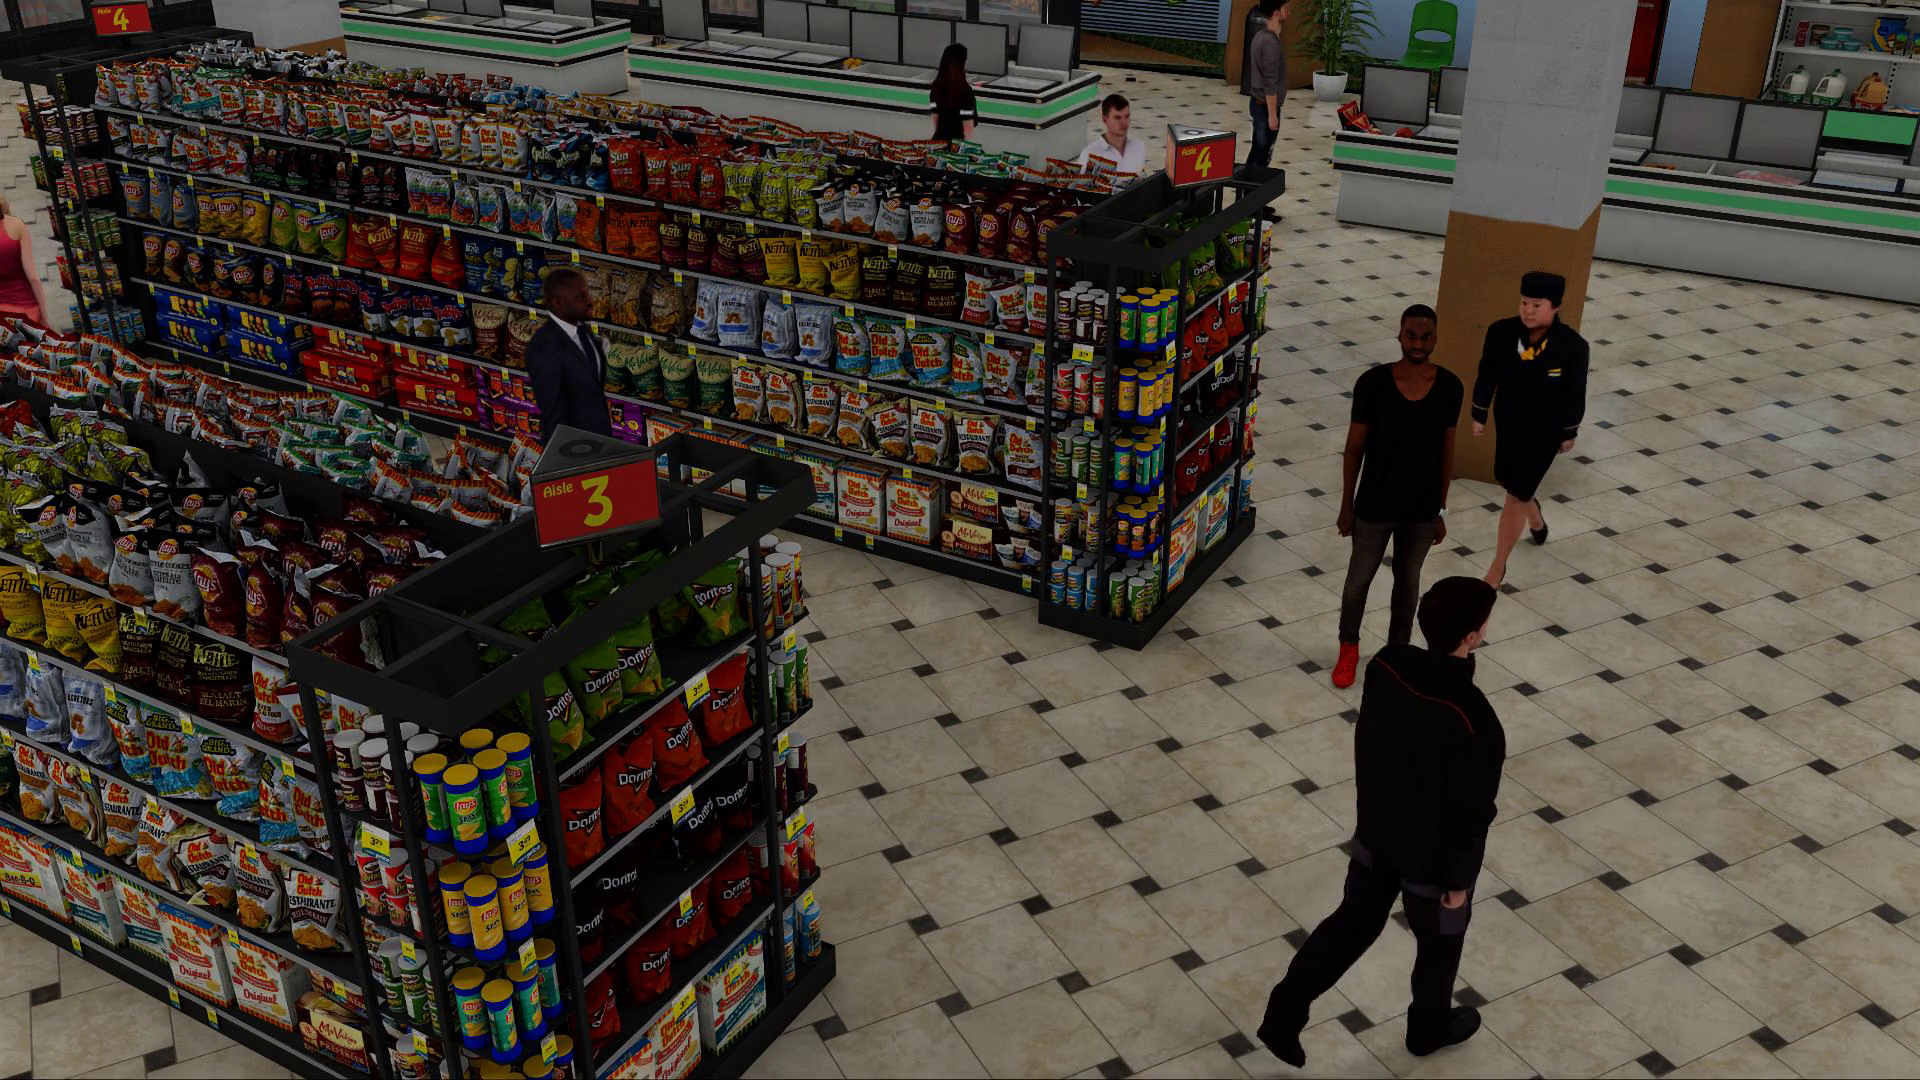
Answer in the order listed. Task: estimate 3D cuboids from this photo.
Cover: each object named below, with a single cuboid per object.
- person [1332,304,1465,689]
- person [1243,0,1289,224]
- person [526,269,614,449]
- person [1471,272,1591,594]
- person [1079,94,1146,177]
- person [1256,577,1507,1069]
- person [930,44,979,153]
[{"bbox_3d":[1.950,-0.187,7.435,0.626,1.806,0.771,2,27,4],"label":"person"},{"bbox_3d":[2.619,-3.711,14.269,0.767,1.911,0.786,1,27,1],"label":"person"},{"bbox_3d":[-1.792,-0.405,7.845,0.724,1.824,0.775,5,27,9],"label":"person"},{"bbox_3d":[2.888,-0.555,8.356,1.102,1.629,0.881,20,33,34],"label":"person"},{"bbox_3d":[0.976,-2.042,11.061,0.889,1.835,0.977,-13,30,-25],"label":"person"},{"bbox_3d":[1.340,0.948,5.183,1.096,1.819,1.152,-16,31,-28],"label":"person"},{"bbox_3d":[-0.109,-3.182,13.557,0.964,1.610,0.748,19,32,32],"label":"person"}]
